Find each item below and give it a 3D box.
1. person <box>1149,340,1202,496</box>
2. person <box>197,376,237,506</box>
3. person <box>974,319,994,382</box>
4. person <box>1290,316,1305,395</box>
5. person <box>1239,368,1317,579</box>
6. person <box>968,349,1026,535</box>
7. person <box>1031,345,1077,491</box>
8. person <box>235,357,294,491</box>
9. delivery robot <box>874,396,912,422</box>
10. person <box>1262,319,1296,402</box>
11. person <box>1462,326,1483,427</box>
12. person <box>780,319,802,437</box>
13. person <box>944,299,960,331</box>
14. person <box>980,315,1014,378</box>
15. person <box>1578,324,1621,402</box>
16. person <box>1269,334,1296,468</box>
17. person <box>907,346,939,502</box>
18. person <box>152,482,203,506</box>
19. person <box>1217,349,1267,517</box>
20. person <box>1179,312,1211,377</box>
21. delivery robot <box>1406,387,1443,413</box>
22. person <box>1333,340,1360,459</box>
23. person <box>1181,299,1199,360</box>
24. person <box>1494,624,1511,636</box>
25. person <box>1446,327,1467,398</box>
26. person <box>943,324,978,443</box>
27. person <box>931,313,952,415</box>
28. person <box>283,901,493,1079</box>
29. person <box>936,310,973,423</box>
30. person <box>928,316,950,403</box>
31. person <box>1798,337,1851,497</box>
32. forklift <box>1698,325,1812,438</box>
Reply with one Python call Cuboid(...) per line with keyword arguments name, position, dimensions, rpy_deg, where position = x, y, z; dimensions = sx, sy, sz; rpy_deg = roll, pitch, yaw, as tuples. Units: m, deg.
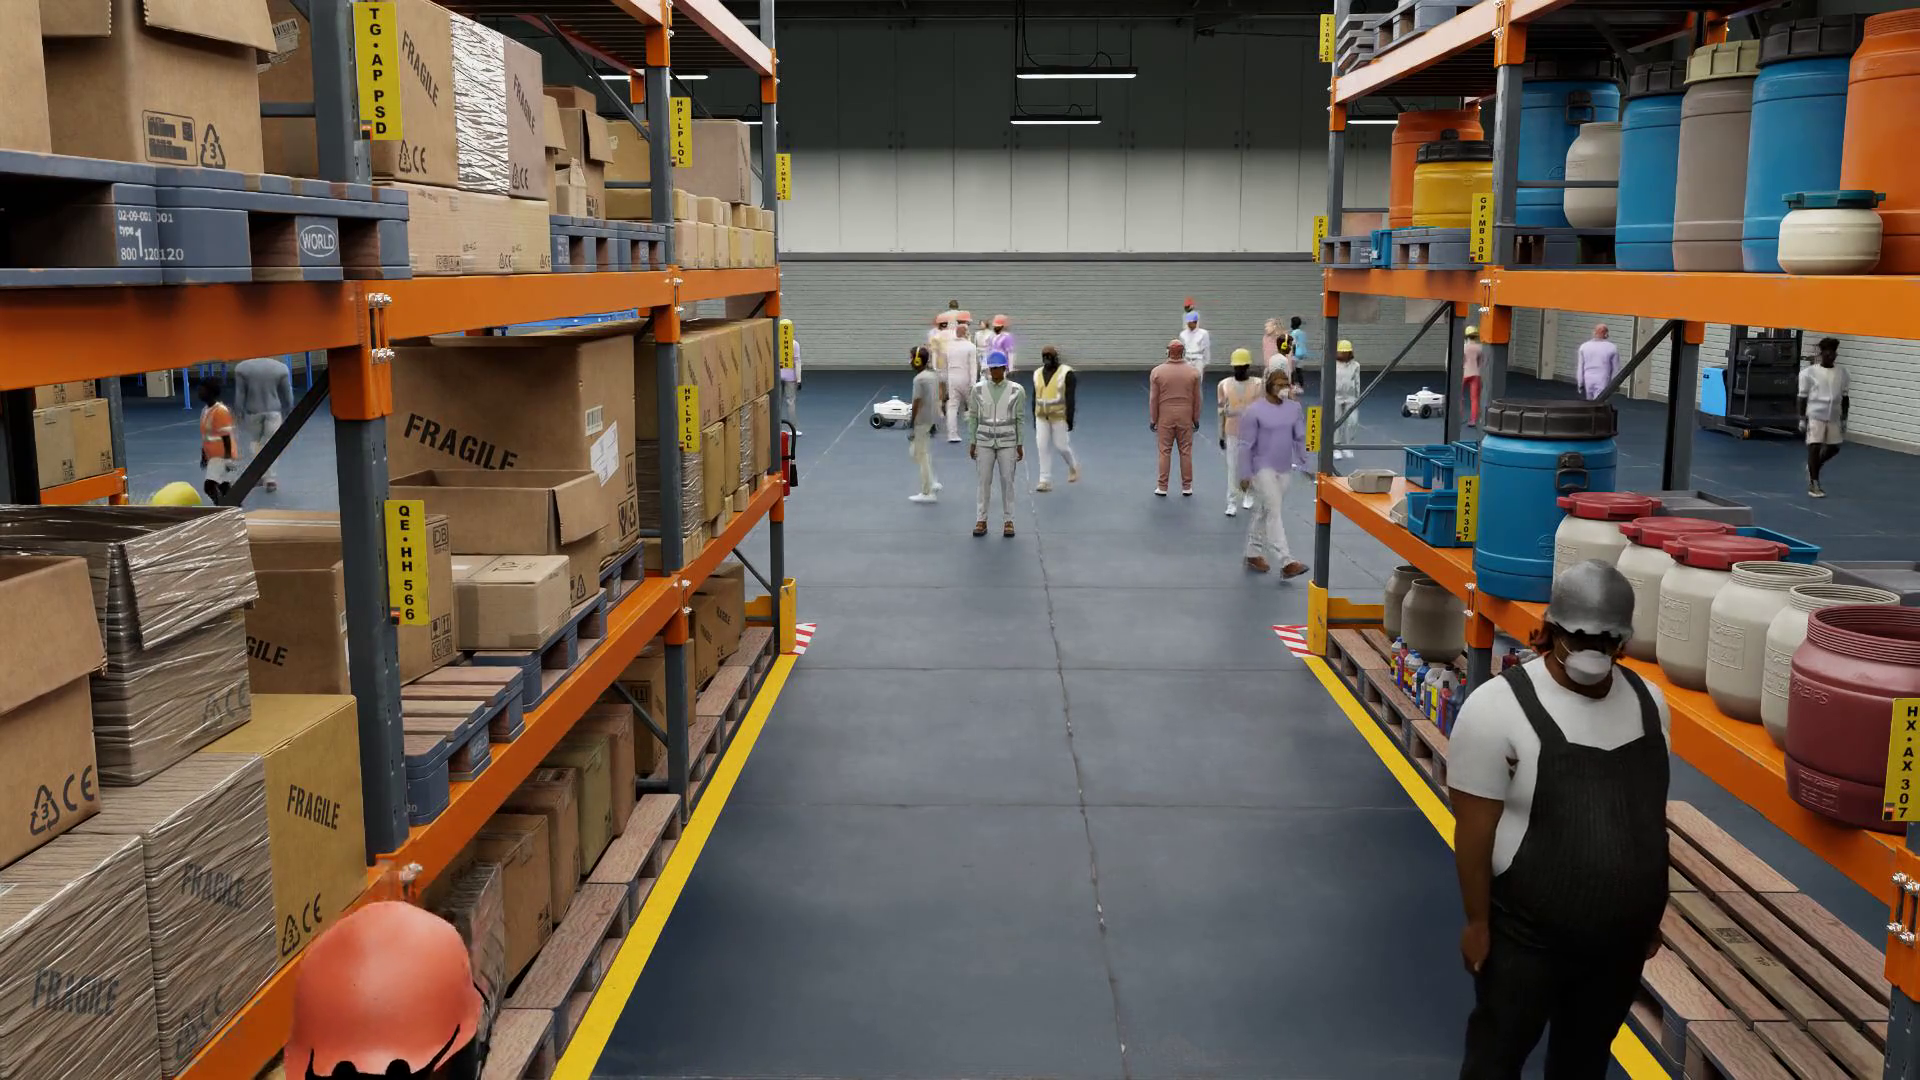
Cuboid(name="person", position=(2.634, -1.494, 20.398), dimensions=(0.643, 1.909, 0.410), rpy_deg=(0, 9, 0))
Cuboid(name="person", position=(-7.689, -0.851, 17.201), dimensions=(0.471, 1.684, 0.537), rpy_deg=(-7, 12, -37))
Cuboid(name="person", position=(0.566, -4.155, 37.277), dimensions=(0.519, 1.607, 0.854), rpy_deg=(7, 12, 35))
Cuboid(name="person", position=(7.271, -3.997, 36.070), dimensions=(0.470, 1.684, 0.548), rpy_deg=(7, 12, 35))
Cuboid(name="person", position=(2.898, -0.605, 15.115), dimensions=(0.651, 1.886, 1.025), rpy_deg=(-6, 11, -30))
Cuboid(name="person", position=(0.385, -1.023, 17.453), dimensions=(0.601, 1.948, 0.386), rpy_deg=(1, 10, 8))
Cuboid(name="person", position=(1.195, -1.548, 20.970), dimensions=(0.642, 1.825, 0.664), rpy_deg=(6, 11, 31))
Cuboid(name="person", position=(-8.759, -1.604, 21.022), dimensions=(0.666, 1.912, 0.791), rpy_deg=(-3, 10, -16))
Cuboid(name="delivery robot", position=(-1.124, -2.246, 28.786), dimensions=(0.707, 0.478, 0.477), rpy_deg=(5, 11, 27))
Cuboid(name="person", position=(5.728, -3.072, 30.110), dimensions=(1.056, 1.845, 0.697), rpy_deg=(-7, 12, -36))
Cuboid(name="person", position=(8.828, -2.853, 29.020), dimensions=(0.556, 1.731, 0.813), rpy_deg=(-2, 10, -12))
Cuboid(name="person", position=(-2.875, -2.672, 27.399), dimensions=(0.593, 1.923, 0.382), rpy_deg=(4, 10, 21))
Cuboid(name="person", position=(-0.147, -4.965, 41.089), dimensions=(0.629, 1.940, 0.373), rpy_deg=(0, 9, 1))
Cuboid(name="person", position=(0.643, -3.134, 30.233), dimensions=(0.659, 1.903, 0.525), rpy_deg=(-4, 10, -21))
Cuboid(name="person", position=(10.320, -2.560, 26.902), dimensions=(0.652, 1.870, 0.924), rpy_deg=(8, 12, 40))
Cuboid(name="person", position=(4.480, -1.939, 23.192), dimensions=(0.327, 1.865, 0.521), rpy_deg=(-3, 10, -17))
Cuboid(name="person", position=(-0.473, -1.380, 19.868), dimensions=(0.401, 1.855, 0.556), rpy_deg=(3, 10, 19))
Cuboid(name="person", position=(-3.852, 0.603, 8.209), dimensions=(0.600, 1.783, 0.930), rpy_deg=(2, 10, 10))
Cuboid(name="person", position=(3.245, -1.257, 19.090), dimensions=(0.603, 1.881, 1.015), rpy_deg=(3, 10, 17))
Cuboid(name="person", position=(4.333, -3.308, 31.192), dimensions=(0.655, 1.923, 0.633), rpy_deg=(6, 11, 34))
Cuboid(name="delivery robot", position=(8.616, -2.588, 30.835), dimensions=(0.707, 0.478, 0.477), rpy_deg=(-7, 12, -35))
Cuboid(name="person", position=(5.583, -2.030, 24.132), dimensions=(0.515, 1.723, 0.583), rpy_deg=(-1, 9, -3))
Cuboid(name="person", position=(5.711, -5.064, 41.677), dimensions=(1.012, 1.937, 0.644), rpy_deg=(-6, 11, -31))
Cuboid(name="person", position=(4.268, -0.149, 12.576), dimensions=(0.583, 1.814, 0.492), rpy_deg=(-4, 10, -22))
Cuboid(name="person", position=(10.010, -3.500, 33.307), dimensions=(0.508, 1.608, 0.731), rpy_deg=(2, 10, 9))
Cuboid(name="person", position=(0.090, -2.507, 26.556), dimensions=(0.683, 1.864, 0.920), rpy_deg=(6, 11, 34))
Cuboid(name="person", position=(-0.259, -3.283, 31.122), dimensions=(0.556, 1.907, 0.827), rpy_deg=(-2, 10, -13))
Cuboid(name="person", position=(-0.788, 1.474, 2.376), dimensions=(0.635, 1.978, 1.080), rpy_deg=(0, 9, 1))
Cuboid(name="person", position=(-0.048, -3.099, 29.688), dimensions=(0.792, 2.023, 0.613), rpy_deg=(6, 11, 34))
Cuboid(name="person", position=(-0.416, -3.544, 32.917), dimensions=(0.449, 1.818, 0.604), rpy_deg=(5, 11, 26))
Cuboid(name="person", position=(10.604, -1.532, 20.494), dimensions=(0.607, 1.952, 0.636), rpy_deg=(0, 9, 2))
Cuboid(name="forklift", position=(13.248, -3.165, 27.620), dimensions=(1.129, 2.768, 1.873), rpy_deg=(0, 9, 1))
